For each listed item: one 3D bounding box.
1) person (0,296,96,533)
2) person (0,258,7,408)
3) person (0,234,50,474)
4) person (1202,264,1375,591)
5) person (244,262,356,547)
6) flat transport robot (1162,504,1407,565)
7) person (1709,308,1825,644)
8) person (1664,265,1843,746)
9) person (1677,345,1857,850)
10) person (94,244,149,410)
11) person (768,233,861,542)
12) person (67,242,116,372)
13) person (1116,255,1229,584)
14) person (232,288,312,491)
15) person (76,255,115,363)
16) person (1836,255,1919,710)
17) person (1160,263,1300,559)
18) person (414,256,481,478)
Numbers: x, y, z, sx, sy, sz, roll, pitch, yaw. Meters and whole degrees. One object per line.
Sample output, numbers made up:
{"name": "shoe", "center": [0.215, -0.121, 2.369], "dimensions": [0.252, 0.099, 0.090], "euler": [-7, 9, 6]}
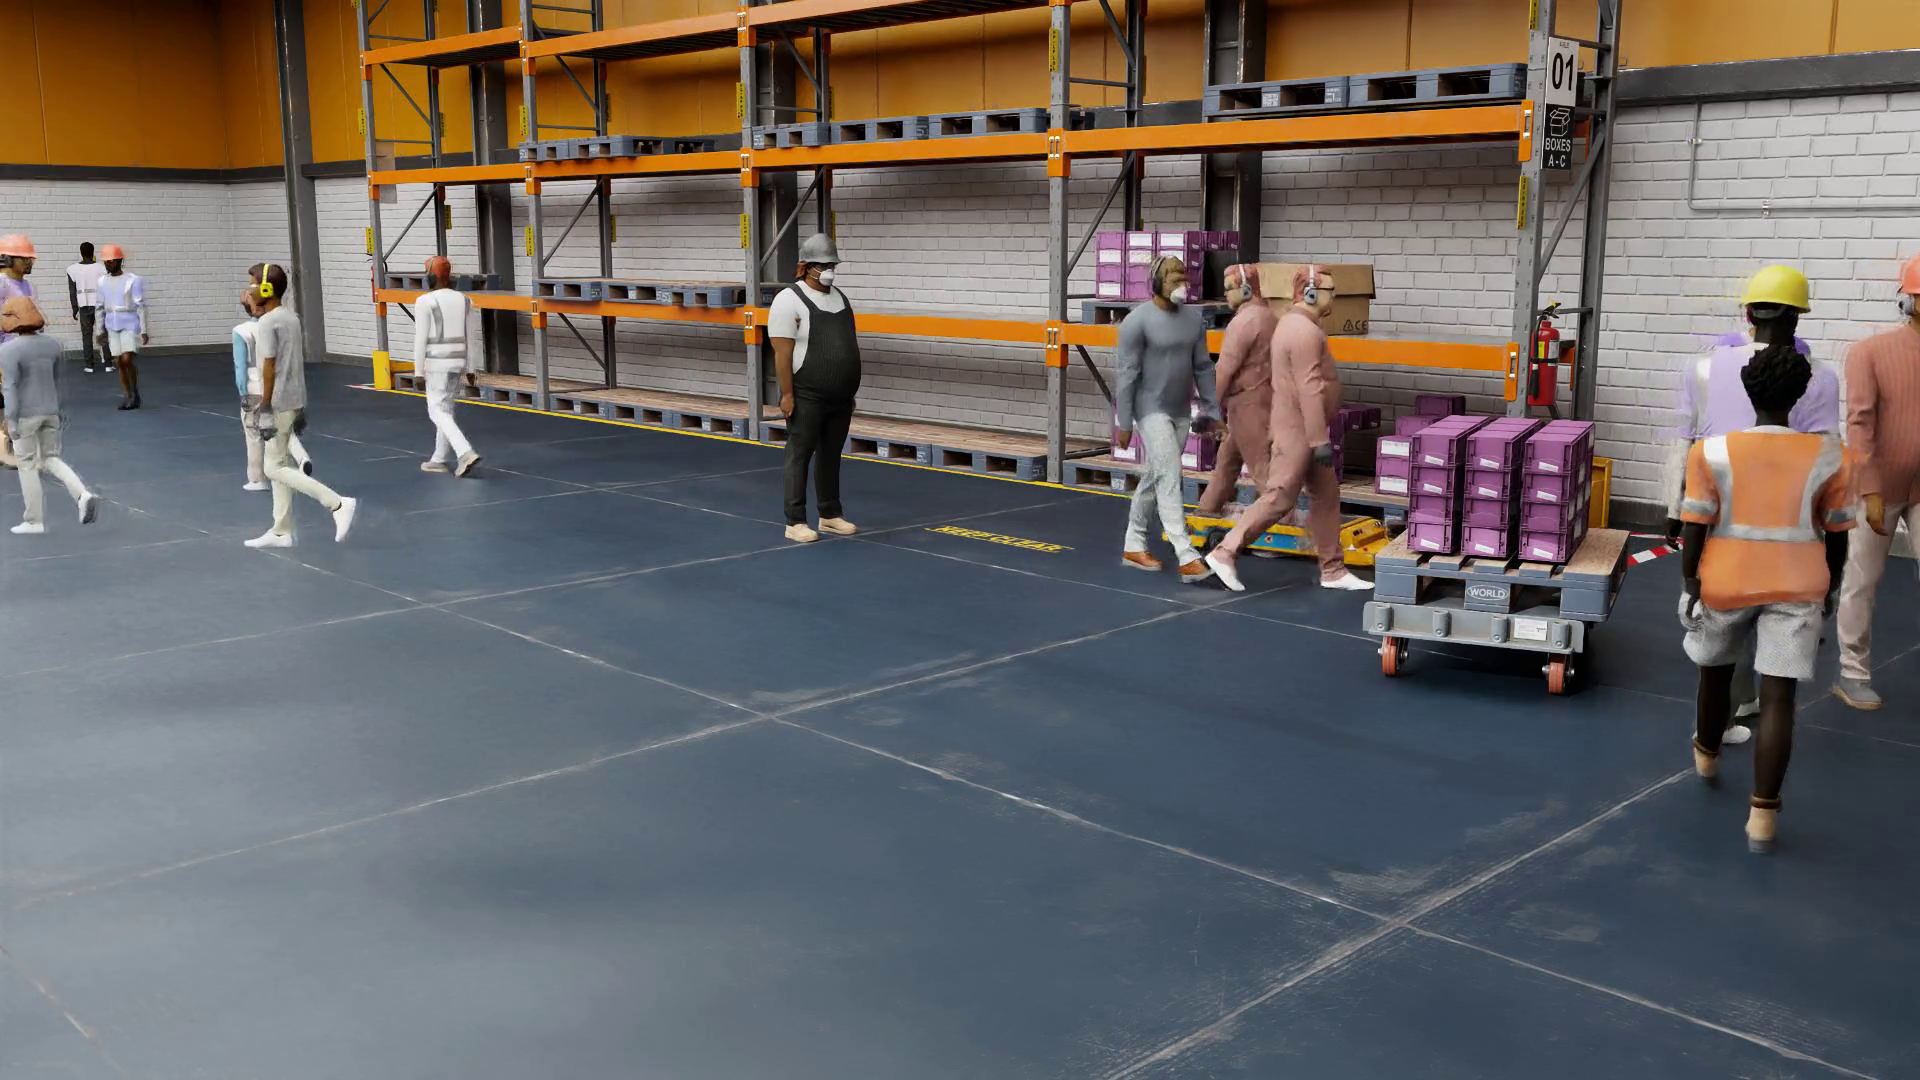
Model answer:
{"name": "person", "center": [-6.214, -0.835, 11.228], "dimensions": [0.528, 1.619, 0.512], "euler": [3, 11, 15]}
{"name": "person", "center": [-11.250, -2.529, 19.762], "dimensions": [0.571, 1.877, 1.000], "euler": [1, 10, 4]}
{"name": "person", "center": [-7.931, -1.554, 14.046], "dimensions": [0.477, 2.030, 0.634], "euler": [0, 10, -1]}
{"name": "person", "center": [1.862, -0.616, 9.393], "dimensions": [0.940, 1.872, 0.638], "euler": [2, 11, 9]}
{"name": "person", "center": [-4.304, -0.848, 10.683], "dimensions": [0.668, 1.855, 0.531], "euler": [-1, 10, -5]}
{"name": "flat transport robot", "center": [2.088, -0.056, 10.678], "dimensions": [1.431, 0.197, 0.652], "euler": [7, 13, 34]}
{"name": "person", "center": [3.988, -0.379, 8.246], "dimensions": [0.570, 1.804, 0.837], "euler": [-2, 11, -9]}
{"name": "person", "center": [3.226, -0.133, 6.635], "dimensions": [0.791, 1.895, 0.626], "euler": [-7, 13, -34]}
{"name": "person", "center": [2.758, 0.161, 5.726], "dimensions": [0.543, 1.648, 0.896], "euler": [5, 11, 23]}
{"name": "person", "center": [-9.710, -2.442, 19.190], "dimensions": [0.564, 1.915, 0.511], "euler": [1, 10, 5]}
{"name": "person", "center": [-0.910, -1.017, 11.089], "dimensions": [0.535, 2.000, 0.688], "euler": [9, 13, 39]}
{"name": "person", "center": [-12.881, -3.451, 24.696], "dimensions": [0.593, 1.920, 0.392], "euler": [-5, 12, -26]}
{"name": "person", "center": [1.287, -0.705, 9.772], "dimensions": [0.651, 1.892, 0.969], "euler": [-9, 14, -41]}
{"name": "person", "center": [-5.415, -1.165, 13.045], "dimensions": [0.684, 1.617, 0.520], "euler": [8, 13, 37]}
{"name": "person", "center": [-13.804, -3.688, 26.492], "dimensions": [0.484, 1.736, 0.308], "euler": [0, 10, -1]}
{"name": "person", "center": [3.930, -0.191, 6.809], "dimensions": [0.604, 1.950, 0.919], "euler": [1, 10, 7]}
{"name": "person", "center": [1.745, -0.812, 10.529], "dimensions": [0.995, 1.842, 0.625], "euler": [4, 11, 23]}
{"name": "person", "center": [-4.325, -1.458, 13.995], "dimensions": [0.829, 1.859, 0.593], "euler": [6, 12, 31]}
